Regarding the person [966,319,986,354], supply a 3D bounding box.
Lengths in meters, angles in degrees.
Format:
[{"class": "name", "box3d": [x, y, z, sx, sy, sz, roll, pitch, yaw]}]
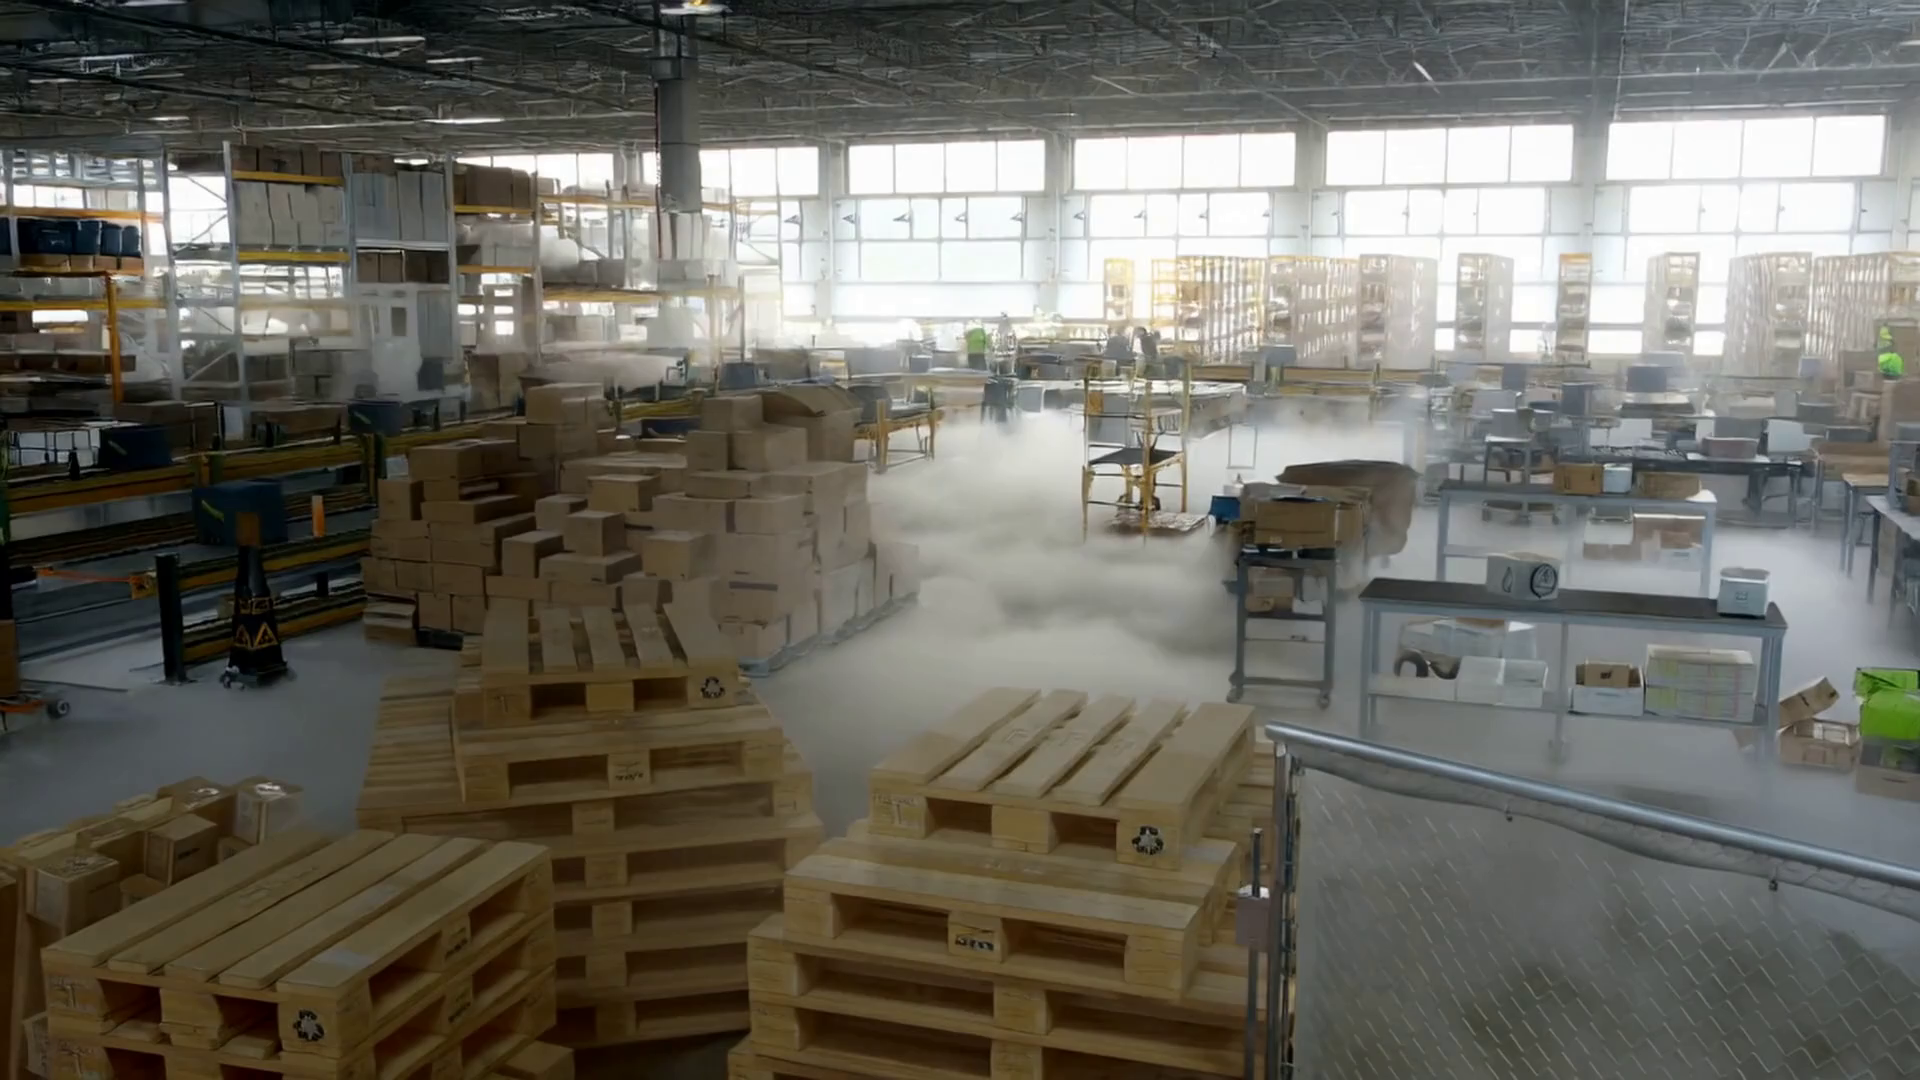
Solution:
[{"class": "person", "box3d": [0.464, -5.189, 45.987, 0.601, 1.818, 0.404, 5, 10, 29]}]

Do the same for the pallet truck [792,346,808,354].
[{"class": "pallet truck", "box3d": [-3.705, -4.298, 42.022, 0.653, 1.274, 1.630, 3, 10, 20]}]

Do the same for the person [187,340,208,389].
[{"class": "person", "box3d": [-20.439, -4.981, 44.766, 0.575, 1.793, 0.978, 3, 10, 18]}]

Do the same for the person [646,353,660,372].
[{"class": "person", "box3d": [-7.848, -4.787, 43.187, 0.603, 1.916, 0.853, 0, 9, 2]}]

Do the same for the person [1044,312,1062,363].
[{"class": "person", "box3d": [2.989, -6.421, 53.619, 0.639, 1.860, 0.999, -4, 10, -23]}]

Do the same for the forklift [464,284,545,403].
[{"class": "forklift", "box3d": [-10.832, -4.702, 39.610, 1.129, 2.768, 1.873, 3, 10, 20]}]

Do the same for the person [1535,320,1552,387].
[{"class": "person", "box3d": [15.758, -5.015, 44.892, 0.588, 1.823, 0.403, -8, 12, -40]}]

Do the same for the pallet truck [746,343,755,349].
[{"class": "pallet truck", "box3d": [-6.183, -4.618, 44.264, 1.601, 1.201, 0.680, -9, 12, -43]}]

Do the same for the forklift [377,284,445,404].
[{"class": "forklift", "box3d": [-13.232, -4.660, 39.352, 1.129, 2.768, 1.873, 3, 10, 20]}]

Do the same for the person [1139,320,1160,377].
[{"class": "person", "box3d": [5.051, -4.935, 44.341, 0.563, 1.837, 0.389, 0, 9, -1]}]

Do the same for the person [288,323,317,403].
[{"class": "person", "box3d": [-15.536, -4.182, 39.387, 0.643, 1.912, 0.410, -4, 10, -21]}]

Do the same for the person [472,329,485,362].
[{"class": "person", "box3d": [-12.057, -4.477, 41.940, 0.532, 1.689, 0.321, -9, 13, -43]}]

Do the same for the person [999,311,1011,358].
[{"class": "person", "box3d": [1.639, -7.523, 60.920, 0.485, 1.735, 0.343, -5, 10, -27]}]
